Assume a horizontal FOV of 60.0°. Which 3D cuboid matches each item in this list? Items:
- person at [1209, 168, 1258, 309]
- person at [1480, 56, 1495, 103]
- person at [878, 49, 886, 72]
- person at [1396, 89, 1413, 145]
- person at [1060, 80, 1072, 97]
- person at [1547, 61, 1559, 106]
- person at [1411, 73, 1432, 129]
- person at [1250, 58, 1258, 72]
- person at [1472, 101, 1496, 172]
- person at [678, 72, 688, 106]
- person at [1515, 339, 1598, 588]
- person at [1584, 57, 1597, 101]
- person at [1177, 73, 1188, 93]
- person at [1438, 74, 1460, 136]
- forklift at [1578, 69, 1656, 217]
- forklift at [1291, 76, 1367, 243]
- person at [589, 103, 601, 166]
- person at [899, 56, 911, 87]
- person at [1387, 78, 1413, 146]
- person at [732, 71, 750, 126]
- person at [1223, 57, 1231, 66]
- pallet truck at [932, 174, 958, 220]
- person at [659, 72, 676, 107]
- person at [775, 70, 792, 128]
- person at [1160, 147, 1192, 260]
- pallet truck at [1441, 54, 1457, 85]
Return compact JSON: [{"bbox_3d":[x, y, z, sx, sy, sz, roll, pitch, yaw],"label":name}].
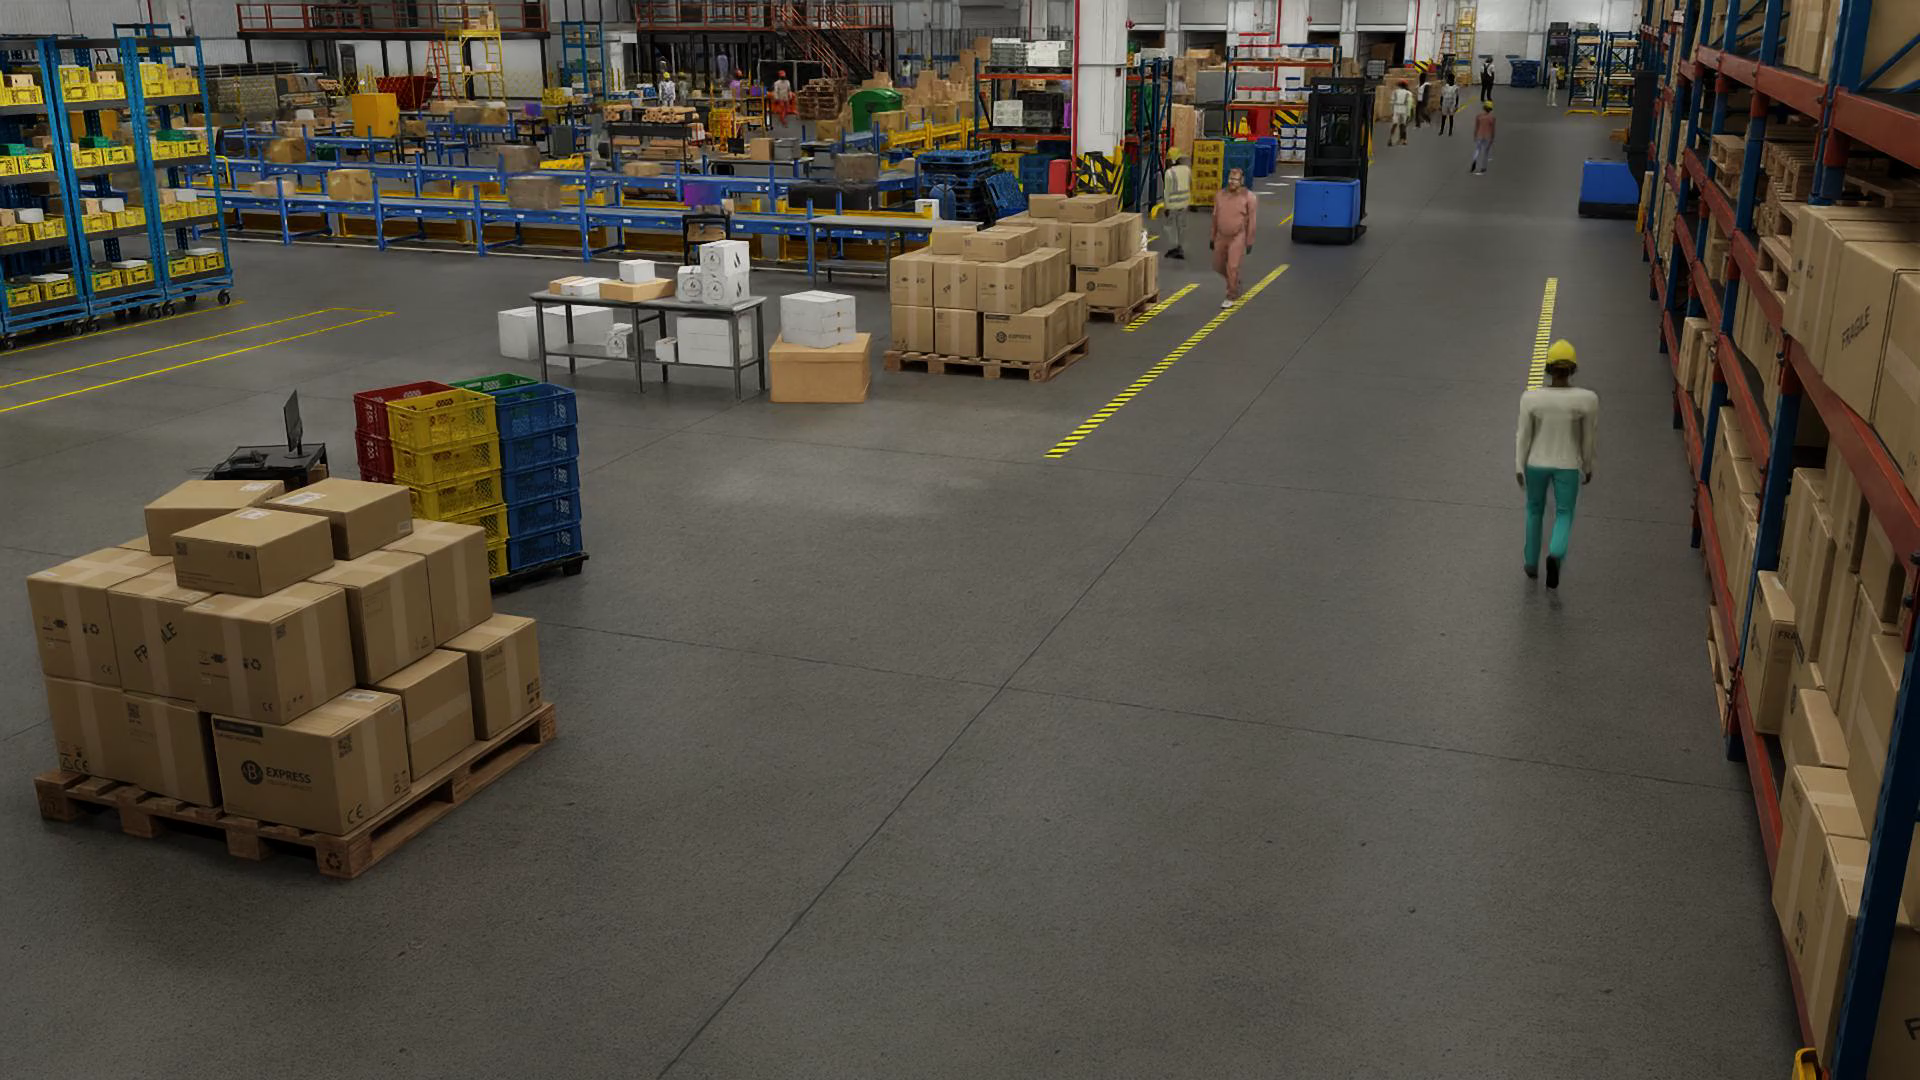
[{"bbox_3d":[3.735,-4.137,22.746,0.666,1.890,0.594,13,22,35],"label":"person"},{"bbox_3d":[23.168,-20.180,72.925,0.536,2.000,0.675,-13,22,-35],"label":"person"},{"bbox_3d":[-4.480,-27.340,95.741,0.514,1.845,0.338,-12,21,-32],"label":"person"},{"bbox_3d":[13.518,-12.895,50.666,0.543,1.654,0.862,-4,18,-12],"label":"person"},{"bbox_3d":[4.177,-17.502,64.710,0.603,1.914,0.589,15,23,39],"label":"person"},{"bbox_3d":[25.379,-19.521,71.125,0.326,1.876,0.520,-13,22,-36],"label":"person"},{"bbox_3d":[15.871,-15.053,57.043,0.566,1.902,0.595,-3,18,-10],"label":"person"},{"bbox_3d":[13.589,-21.225,76.487,0.523,1.867,0.615,-6,18,-17],"label":"person"},{"bbox_3d":[13.215,-10.170,41.925,0.543,1.751,0.536,11,21,31],"label":"person"},{"bbox_3d":[-10.421,-16.679,62.430,0.391,1.728,0.513,6,19,19],"label":"person"},{"bbox_3d":[4.143,-0.522,11.628,0.535,1.746,0.643,7,19,21],"label":"person"},{"bbox_3d":[28.466,-20.806,75.071,0.364,1.930,0.588,-9,20,-26],"label":"person"},{"bbox_3d":[7.524,-15.053,57.092,0.875,1.876,0.635,6,19,17],"label":"person"},{"bbox_3d":[15.916,-14.159,54.140,0.603,1.958,0.380,8,19,24],"label":"person"},{"bbox_3d":[13.219,-7.740,32.475,1.873,2.768,1.129,6,19,18],"label":"forklift"},{"bbox_3d":[6.598,-6.755,29.381,1.129,2.768,1.873,6,19,19],"label":"forklift"},{"bbox_3d":[-9.532,-10.673,43.745,0.510,1.613,0.608,15,23,39],"label":"person"},{"bbox_3d":[-2.548,-21.653,77.772,0.627,1.904,0.452,5,18,14],"label":"person"},{"bbox_3d":[13.250,-12.894,50.123,0.647,1.998,0.964,10,20,28],"label":"person"},{"bbox_3d":[-7.752,-15.647,58.930,0.957,1.891,0.568,9,20,27],"label":"person"},{"bbox_3d":[12.942,-22.478,80.489,1.016,1.830,0.594,-15,23,-38],"label":"person"},{"bbox_3d":[-0.507,-5.292,27.348,0.653,1.274,1.630,6,19,19],"label":"pallet truck"},{"bbox_3d":[-10.430,-15.751,59.347,0.600,1.829,0.404,-9,20,-26],"label":"person"},{"bbox_3d":[-6.174,-15.337,57.805,0.645,1.977,0.587,-12,21,-34],"label":"person"},{"bbox_3d":[3.514,-5.471,27.088,0.611,1.807,0.430,-11,21,-32],"label":"person"},{"bbox_3d":[22.765,-21.886,78.355,0.823,1.965,1.885,-4,18,-14],"label":"pallet truck"}]
